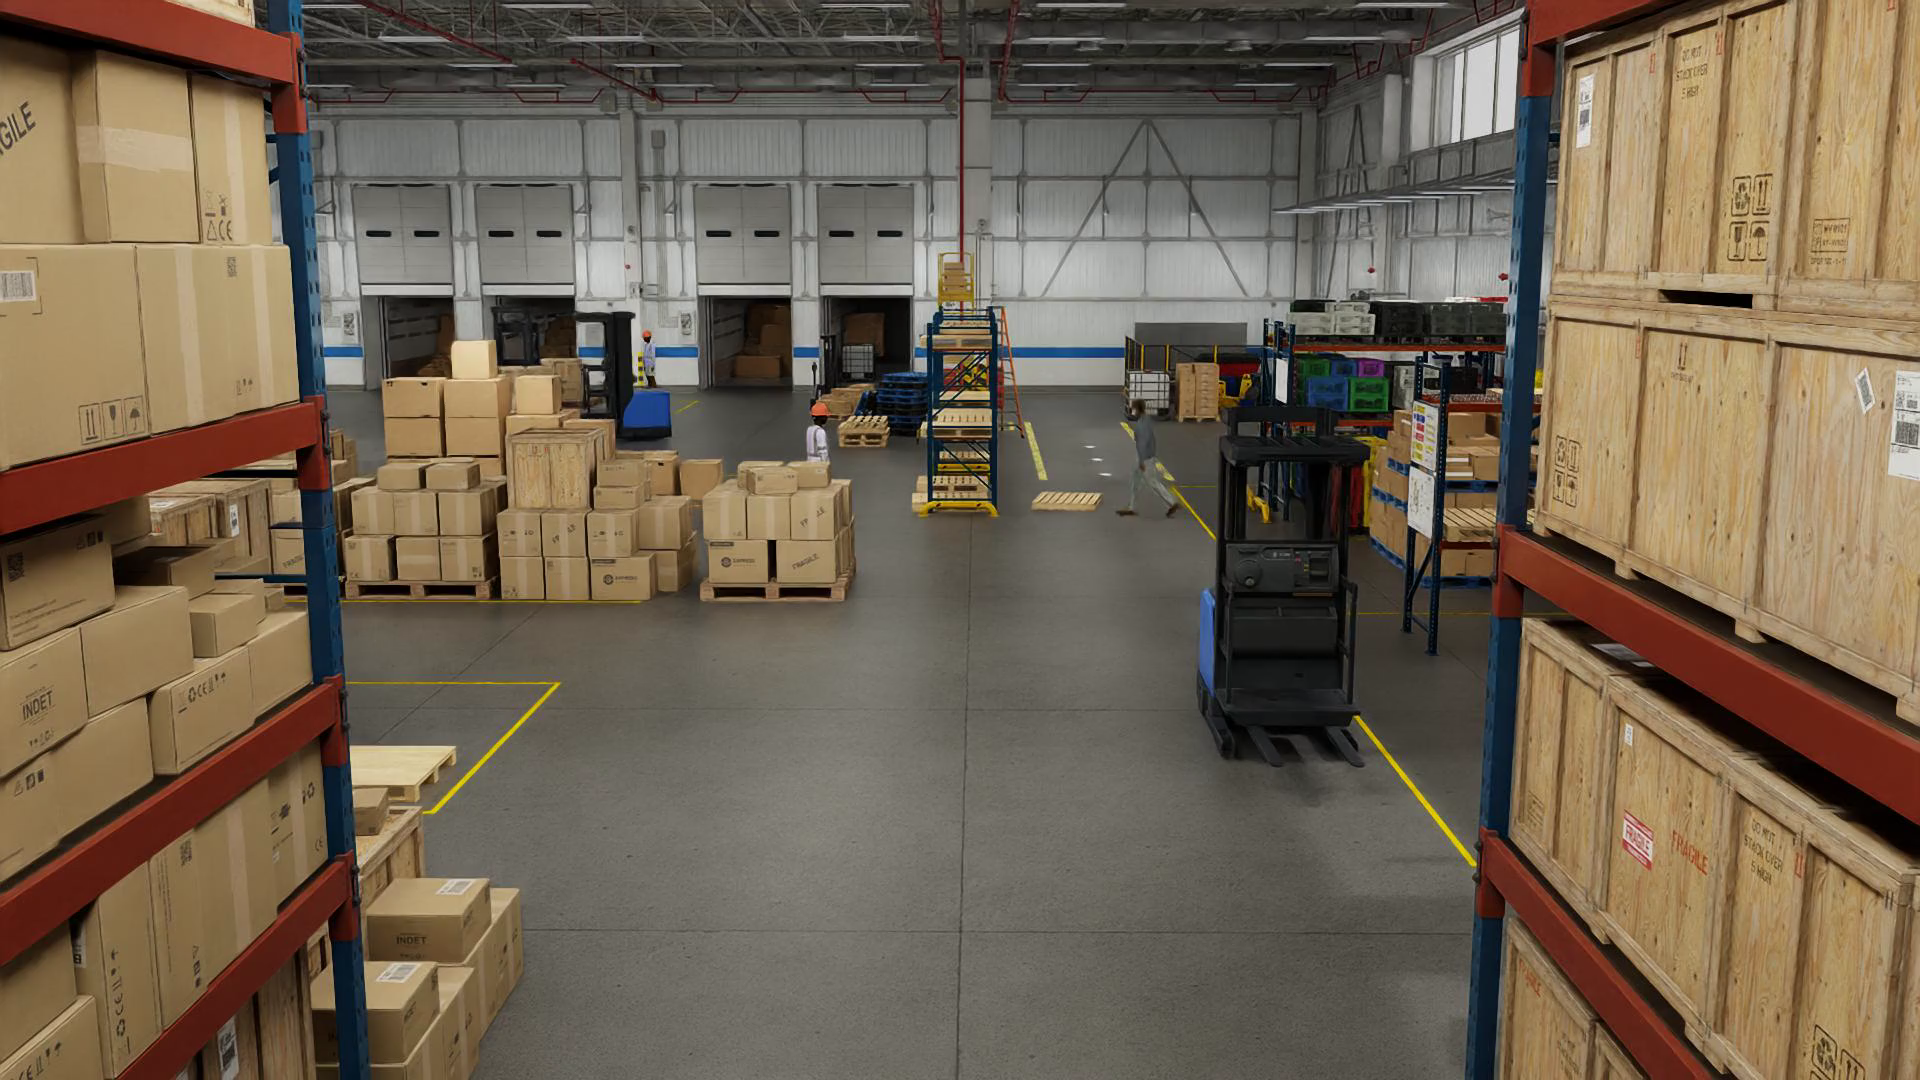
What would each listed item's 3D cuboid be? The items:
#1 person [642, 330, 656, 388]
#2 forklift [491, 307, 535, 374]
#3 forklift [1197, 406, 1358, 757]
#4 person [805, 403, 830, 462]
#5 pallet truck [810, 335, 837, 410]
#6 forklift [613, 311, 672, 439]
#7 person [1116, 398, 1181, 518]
[{"bbox_3d":[-8.821,-4.970,47.127,0.389,1.930,0.544,-7,12,-36],"label":"person"},{"bbox_3d":[-10.749,-4.230,40.107,1.129,2.768,1.873,0,10,1],"label":"forklift"},{"bbox_3d":[2.693,0.253,14.243,1.129,2.768,1.873,0,10,1],"label":"forklift"},{"bbox_3d":[-2.062,-1.046,24.453,0.354,1.939,0.544,-6,11,-30],"label":"person"},{"bbox_3d":[-3.021,-4.312,43.126,1.885,1.965,0.823,3,10,17],"label":"pallet truck"},{"bbox_3d":[-7.380,-3.629,36.642,1.873,2.768,1.129,-3,10,-16],"label":"forklift"},{"bbox_3d":[2.972,-1.279,25.968,0.968,1.894,0.670,1,10,6],"label":"person"}]
